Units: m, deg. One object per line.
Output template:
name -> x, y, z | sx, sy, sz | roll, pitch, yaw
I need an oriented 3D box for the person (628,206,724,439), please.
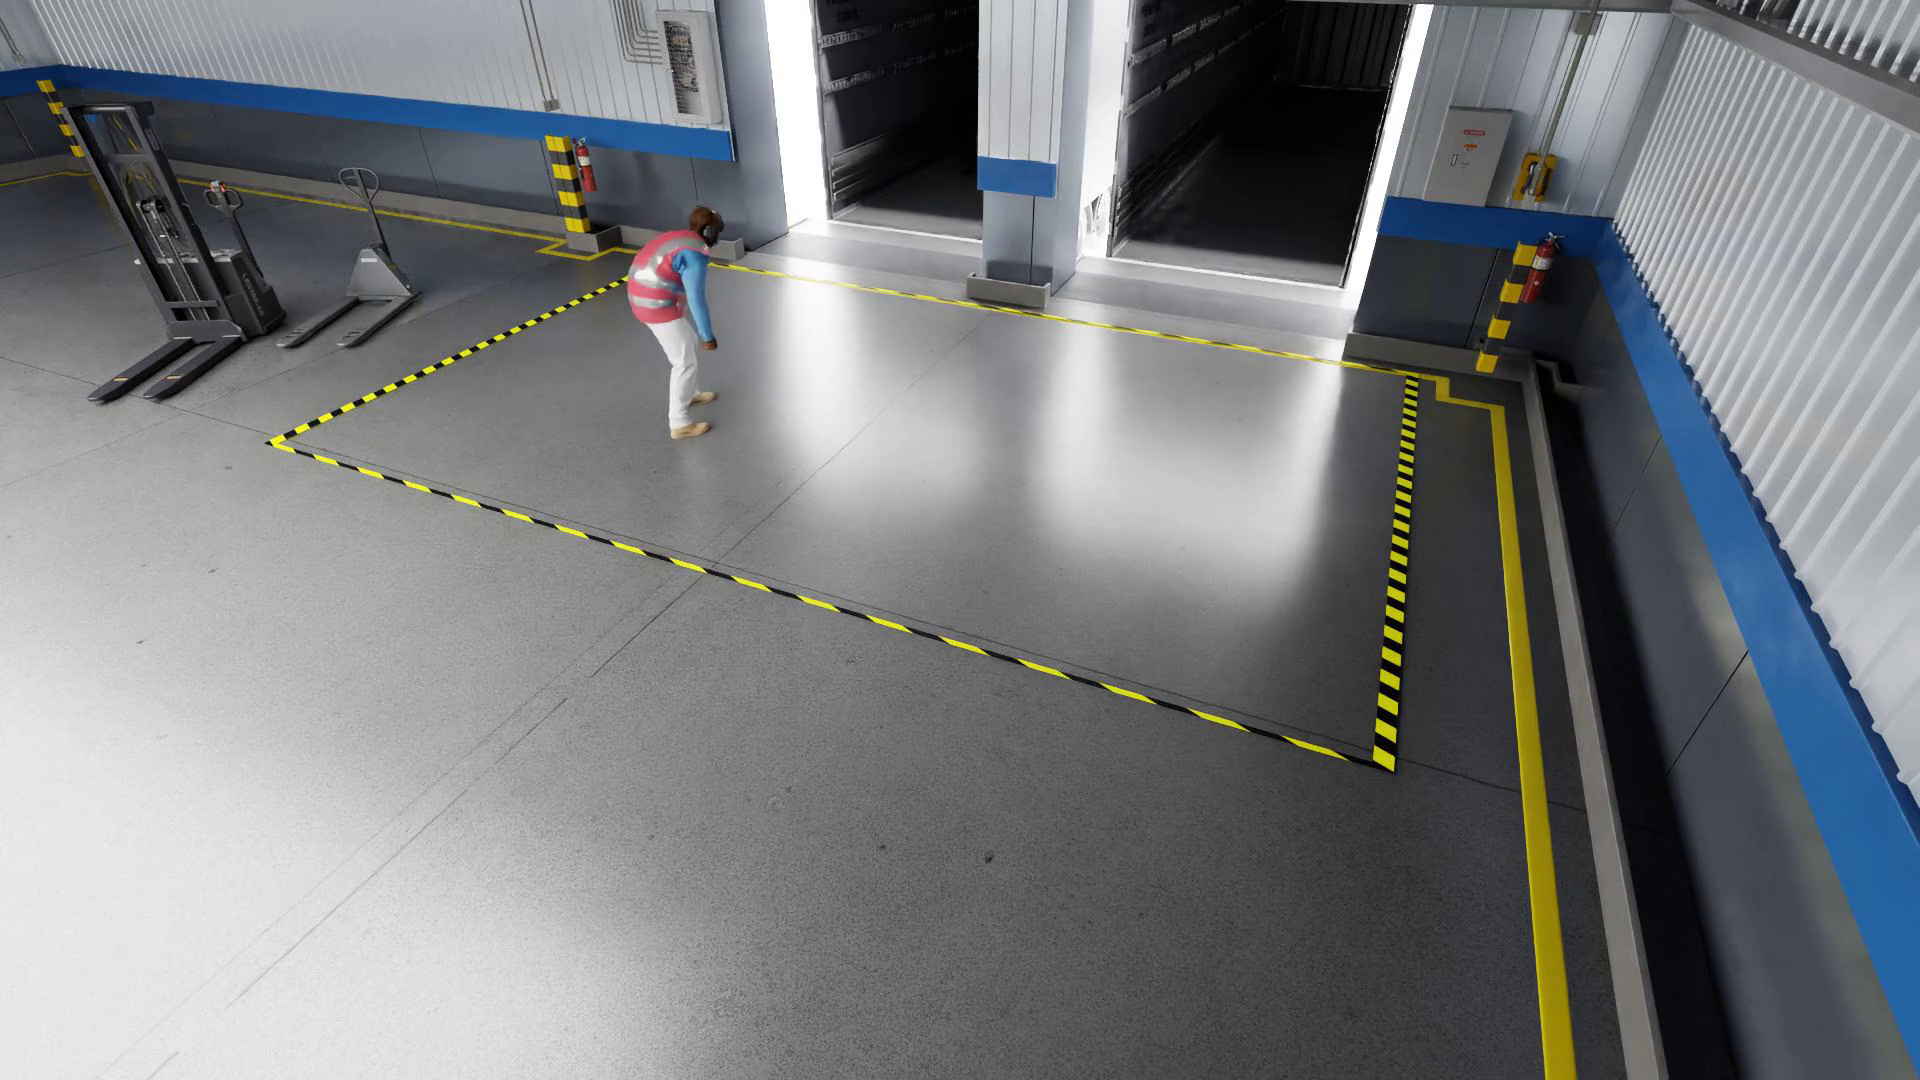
person -> -2.008, -1.636, 6.808 | 0.802, 1.507, 0.835 | -19, 39, -25

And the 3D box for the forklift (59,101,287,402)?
forklift -> -6.686, -2.387, 7.434 | 0.823, 1.965, 1.885 | -3, 35, -5

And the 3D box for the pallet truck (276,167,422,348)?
pallet truck -> -5.732, -2.611, 8.414 | 0.680, 1.201, 1.601 | -1, 35, -1
